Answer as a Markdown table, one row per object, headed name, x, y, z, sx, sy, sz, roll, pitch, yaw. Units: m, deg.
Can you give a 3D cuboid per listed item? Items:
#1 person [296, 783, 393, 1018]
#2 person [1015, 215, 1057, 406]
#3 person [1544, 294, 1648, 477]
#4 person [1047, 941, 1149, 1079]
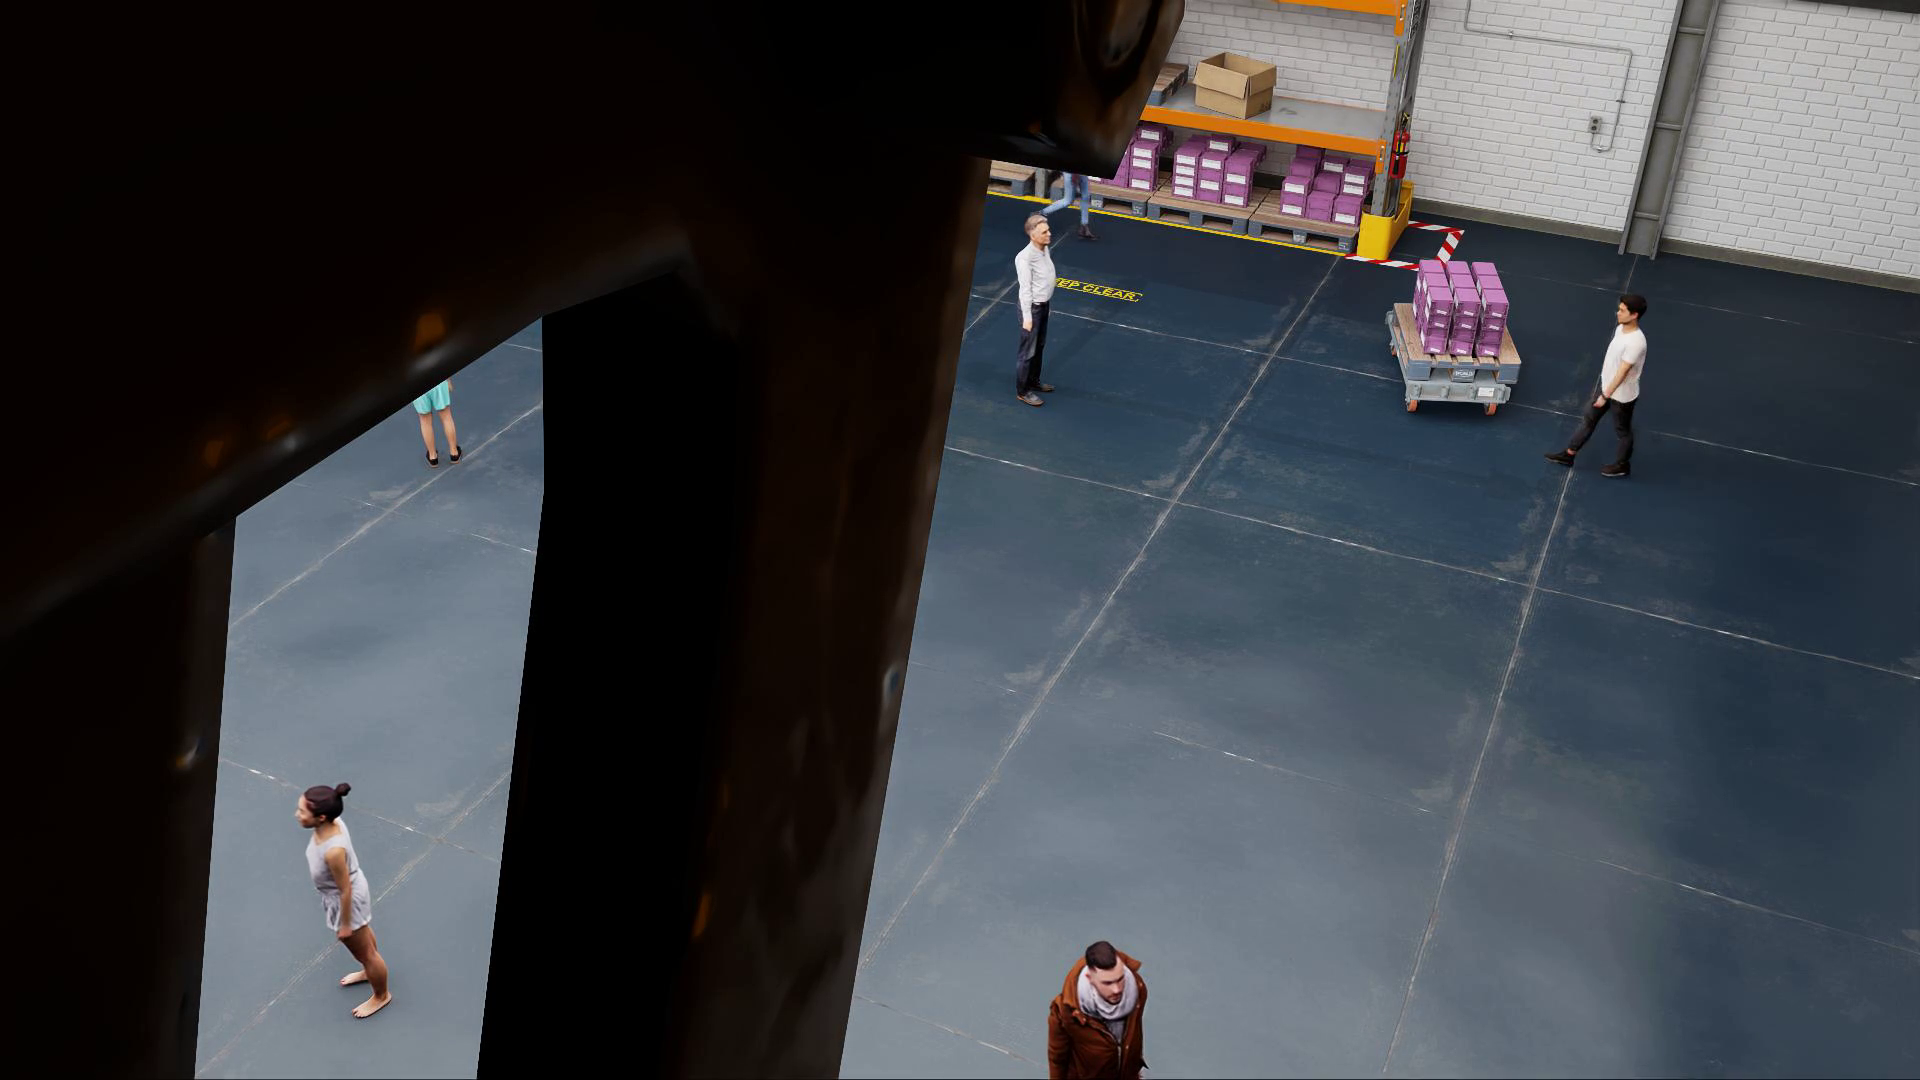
| name | x | y | z | sx | sy | sz | roll | pitch | yaw |
| --- | --- | --- | --- | --- | --- | --- | --- | --- | --- |
| person | -3.445 | 1.994 | 9.319 | 0.729 | 1.602 | 0.653 | -17 | 37 | -24 |
| person | 0.686 | -2.155 | 15.364 | 0.544 | 1.820 | 0.637 | 15 | 36 | 21 |
| person | 5.705 | -1.287 | 14.174 | 1.075 | 1.692 | 0.892 | -1 | 34 | -1 |
| person | 0.659 | 2.645 | 8.125 | 0.851 | 1.839 | 0.893 | -18 | 38 | -25 |
